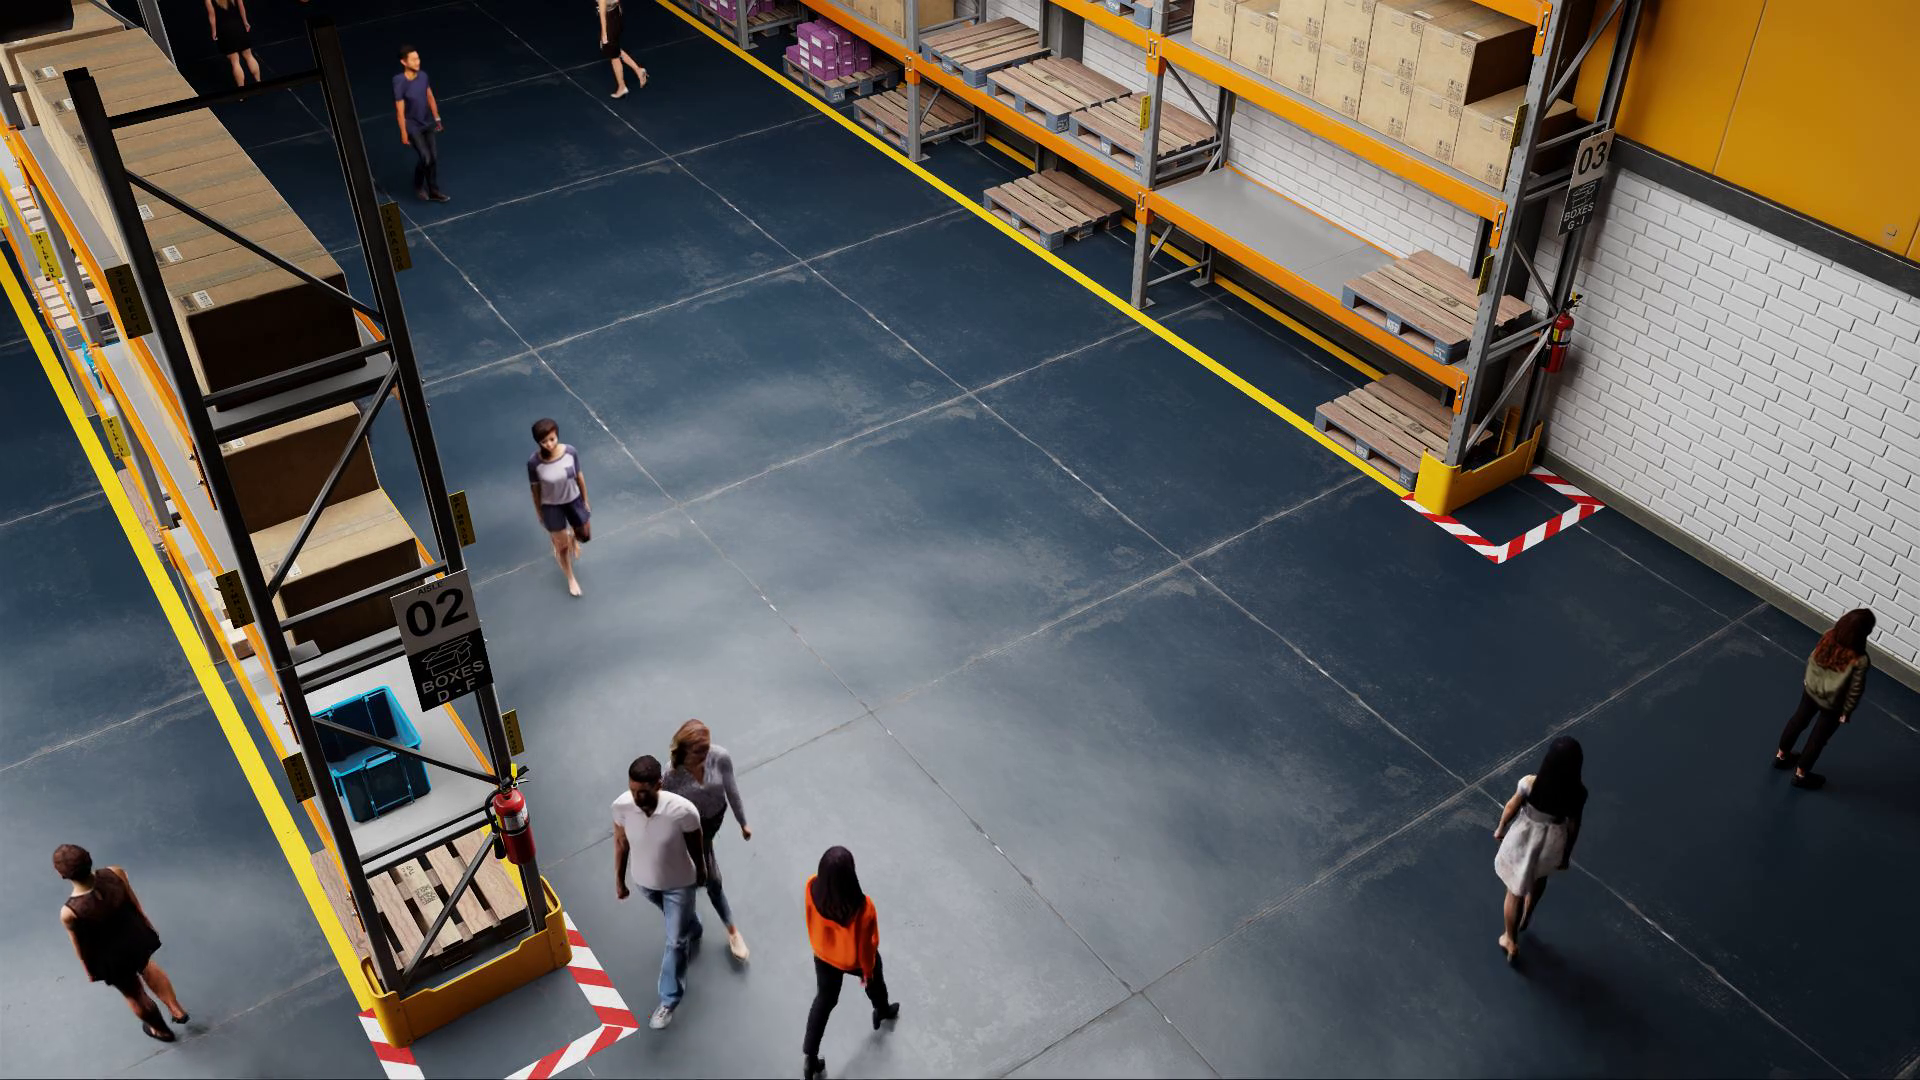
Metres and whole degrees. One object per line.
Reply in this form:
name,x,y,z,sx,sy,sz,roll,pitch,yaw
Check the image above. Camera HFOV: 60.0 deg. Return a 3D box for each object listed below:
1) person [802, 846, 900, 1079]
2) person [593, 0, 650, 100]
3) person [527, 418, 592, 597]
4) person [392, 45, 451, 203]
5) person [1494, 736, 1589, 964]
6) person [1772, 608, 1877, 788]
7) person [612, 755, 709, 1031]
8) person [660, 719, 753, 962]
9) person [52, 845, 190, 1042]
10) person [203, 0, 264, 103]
person,-0.702,2.373,9.293,1.059,1.732,0.960,20,43,23
person,-4.078,-6.128,19.928,0.965,1.744,0.908,5,39,6
person,-3.081,-0.320,12.810,0.627,1.550,0.798,-17,42,-20
person,-5.846,-4.442,17.789,0.805,1.779,0.781,20,43,23
person,3.409,1.900,9.863,0.840,1.759,0.903,5,39,6
person,5.827,1.037,11.172,0.696,1.475,0.540,-11,40,-14
person,-1.706,1.900,9.812,1.140,1.823,1.132,12,40,14
person,-1.605,1.670,10.160,0.678,1.748,1.212,-21,43,-24
person,-4.691,2.329,9.402,0.754,1.664,0.703,19,42,22
person,-8.714,-6.091,19.903,0.700,1.718,0.722,27,46,29
